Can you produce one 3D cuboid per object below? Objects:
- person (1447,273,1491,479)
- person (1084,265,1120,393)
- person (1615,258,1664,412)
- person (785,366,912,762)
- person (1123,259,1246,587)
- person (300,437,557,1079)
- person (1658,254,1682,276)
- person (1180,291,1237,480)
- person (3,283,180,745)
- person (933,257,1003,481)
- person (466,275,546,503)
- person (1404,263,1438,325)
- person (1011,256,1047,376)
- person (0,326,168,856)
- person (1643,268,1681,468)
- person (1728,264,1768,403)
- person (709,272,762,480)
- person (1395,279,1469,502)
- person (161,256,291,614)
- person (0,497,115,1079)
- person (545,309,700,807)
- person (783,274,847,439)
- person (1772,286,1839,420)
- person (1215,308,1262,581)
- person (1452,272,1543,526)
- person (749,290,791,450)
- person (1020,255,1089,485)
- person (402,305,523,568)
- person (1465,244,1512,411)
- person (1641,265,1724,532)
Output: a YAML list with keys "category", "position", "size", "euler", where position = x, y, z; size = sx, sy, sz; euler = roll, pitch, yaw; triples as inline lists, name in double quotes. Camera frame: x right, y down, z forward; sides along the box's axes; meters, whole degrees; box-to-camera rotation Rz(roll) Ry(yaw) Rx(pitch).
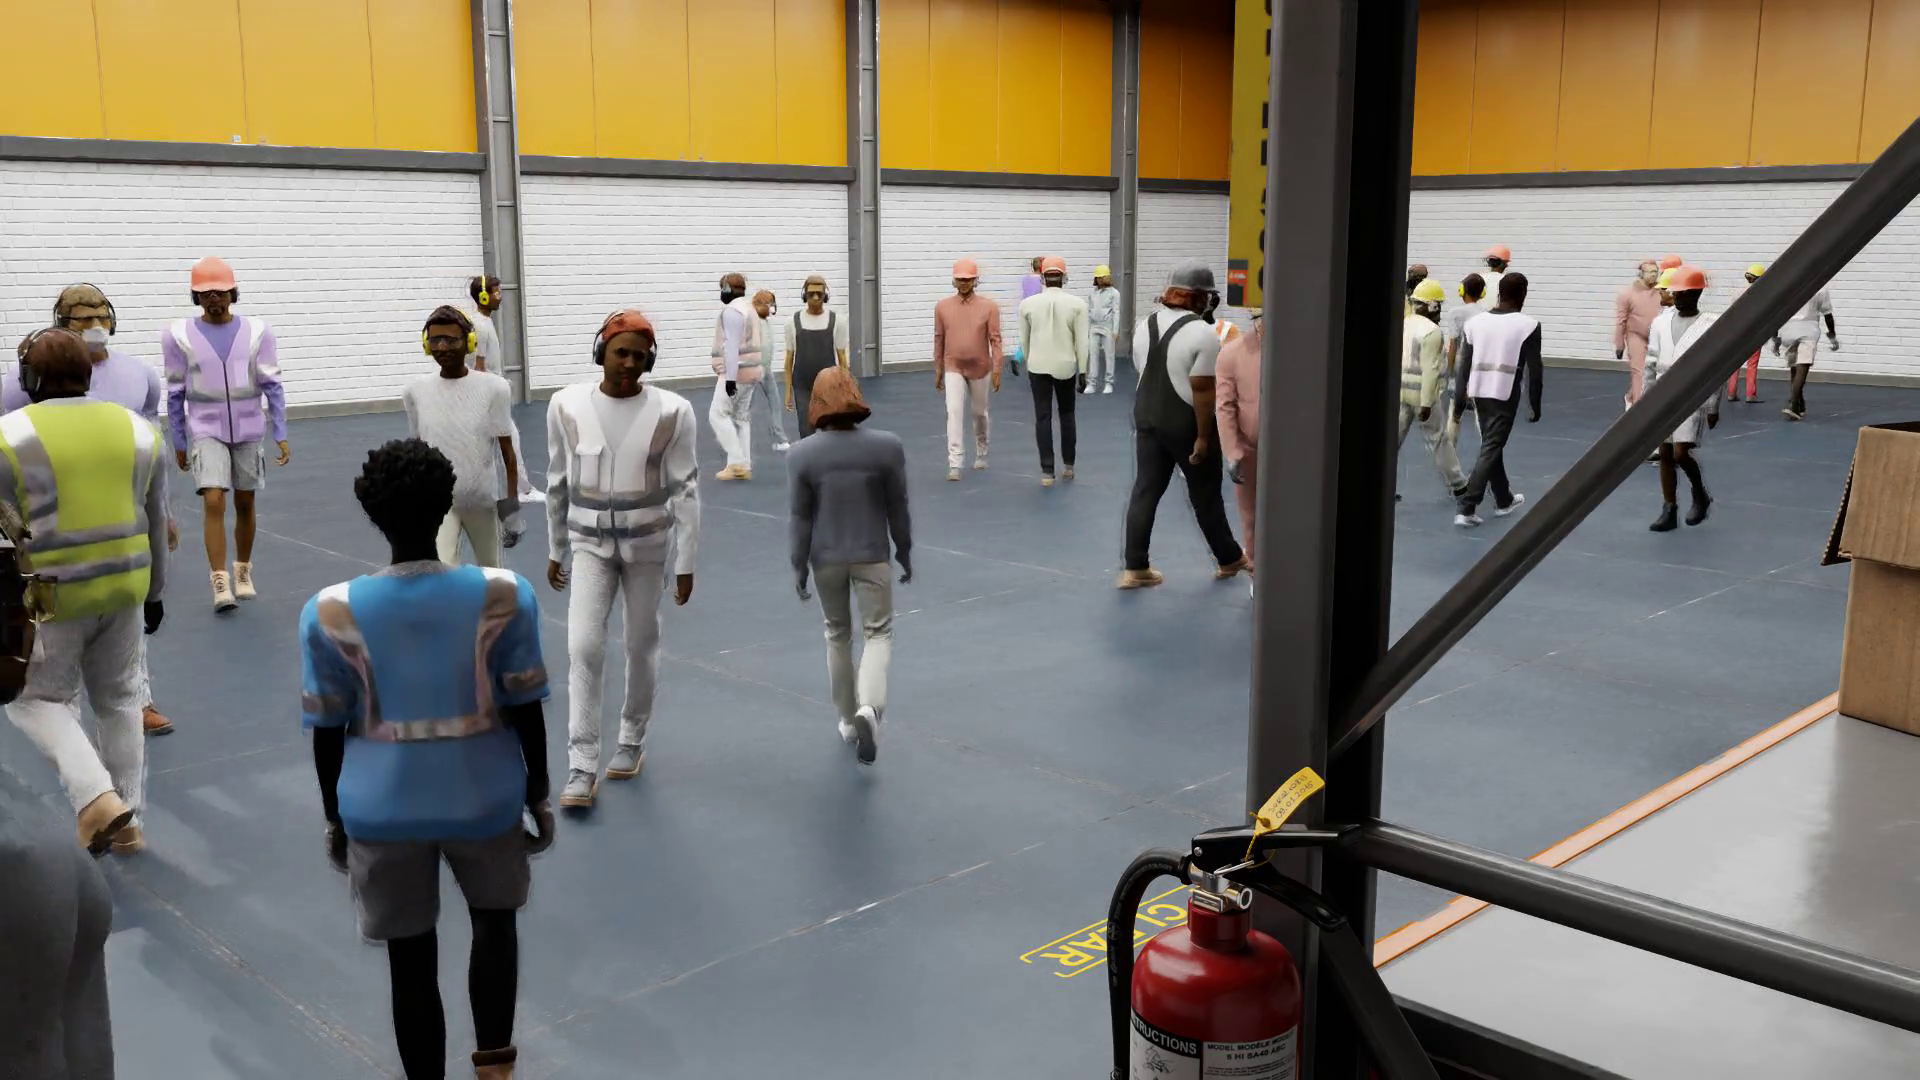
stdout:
- category: "person"
  position: [4.538, -1.451, 14.743]
  size: [0.517, 1.797, 1.054]
  euler: [-1, 10, -5]
- category: "person"
  position: [1.920, -2.846, 22.494]
  size: [0.491, 1.742, 0.356]
  euler: [6, 12, 31]
- category: "person"
  position: [7.803, -2.274, 18.995]
  size: [0.643, 1.881, 0.872]
  euler: [-1, 10, -8]
- category: "person"
  position: [-0.456, 0.096, 6.792]
  size: [0.513, 1.607, 0.673]
  euler: [0, 10, 1]
- category: "person"
  position: [1.394, -0.735, 10.154]
  size: [1.006, 2.000, 0.702]
  euler: [-8, 13, -38]
- category: "person"
  position: [-1.199, 0.607, 3.791]
  size: [0.544, 1.680, 0.371]
  euler: [-3, 11, -17]
- category: "person"
  position: [8.455, -2.439, 19.812]
  size: [0.409, 1.913, 0.571]
  euler: [5, 12, 25]
- category: "person"
  position: [2.144, -1.347, 14.482]
  size: [0.540, 1.677, 0.585]
  euler: [2, 11, 13]
- category: "person"
  position: [-3.625, -0.098, 6.982]
  size: [0.430, 1.937, 0.645]
  euler: [8, 13, 37]
- category: "person"
  position: [0.078, -1.544, 14.836]
  size: [0.627, 1.952, 1.030]
  euler: [1, 10, 7]
- category: "person"
  position: [-3.767, -1.176, 13.142]
  size: [0.956, 1.834, 0.514]
  euler: [-5, 11, -24]
- category: "person"
  position: [5.408, -2.430, 20.055]
  size: [0.679, 1.804, 0.585]
  euler: [3, 11, 17]
- category: "person"
  position: [1.116, -3.339, 24.954]
  size: [0.723, 1.822, 0.581]
  euler: [-9, 14, -41]
- category: "person"
  position: [-2.947, 0.205, 5.600]
  size: [0.511, 1.832, 0.644]
  euler: [7, 12, 33]
- category: "person"
  position: [6.540, -1.578, 15.326]
  size: [0.403, 1.828, 0.593]
  euler: [0, 10, 1]
- category: "person"
  position: [10.099, -2.636, 21.268]
  size: [0.326, 1.767, 0.533]
  euler: [-7, 12, -32]
- category: "person"
  position: [-1.966, -1.408, 14.472]
  size: [0.472, 1.816, 0.700]
  euler: [1, 10, 5]
- category: "person"
  position: [3.721, -1.177, 13.259]
  size: [0.968, 1.774, 0.604]
  euler: [-3, 11, -17]
- category: "person"
  position: [-4.144, -0.588, 9.461]
  size: [0.612, 2.008, 0.943]
  euler: [-6, 12, -30]
- category: "person"
  position: [-1.176, 0.864, 1.867]
  size: [0.631, 1.908, 0.946]
  euler: [7, 13, 35]
- category: "person"
  position: [-1.287, 0.073, 6.262]
  size: [0.607, 1.848, 0.857]
  euler: [0, 10, -2]
- category: "person"
  position: [-1.161, -1.224, 13.404]
  size: [0.507, 1.829, 0.509]
  euler: [0, 10, -1]
- category: "person"
  position: [9.818, -2.368, 19.421]
  size: [0.688, 1.910, 1.010]
  euler: [9, 14, 41]
- category: "person"
  position: [1.724, -0.461, 9.207]
  size: [0.642, 1.838, 1.010]
  euler: [2, 11, 9]
- category: "person"
  position: [4.013, -1.046, 12.360]
  size: [1.025, 1.856, 0.606]
  euler: [-9, 14, -41]
- category: "person"
  position: [-2.023, -1.670, 16.456]
  size: [0.814, 1.597, 0.510]
  euler: [3, 11, 17]
- category: "person"
  position: [0.824, -1.493, 14.515]
  size: [0.604, 1.949, 0.930]
  euler: [1, 10, 5]
- category: "person"
  position: [-2.281, -0.177, 7.707]
  size: [0.529, 1.835, 0.951]
  euler: [-1, 10, -3]
- category: "person"
  position: [6.260, -2.473, 19.659]
  size: [0.640, 2.027, 0.568]
  euler: [9, 14, 41]
- category: "person"
  position: [5.180, -1.009, 11.971]
  size: [0.440, 1.922, 0.553]
  euler: [-7, 12, -33]
